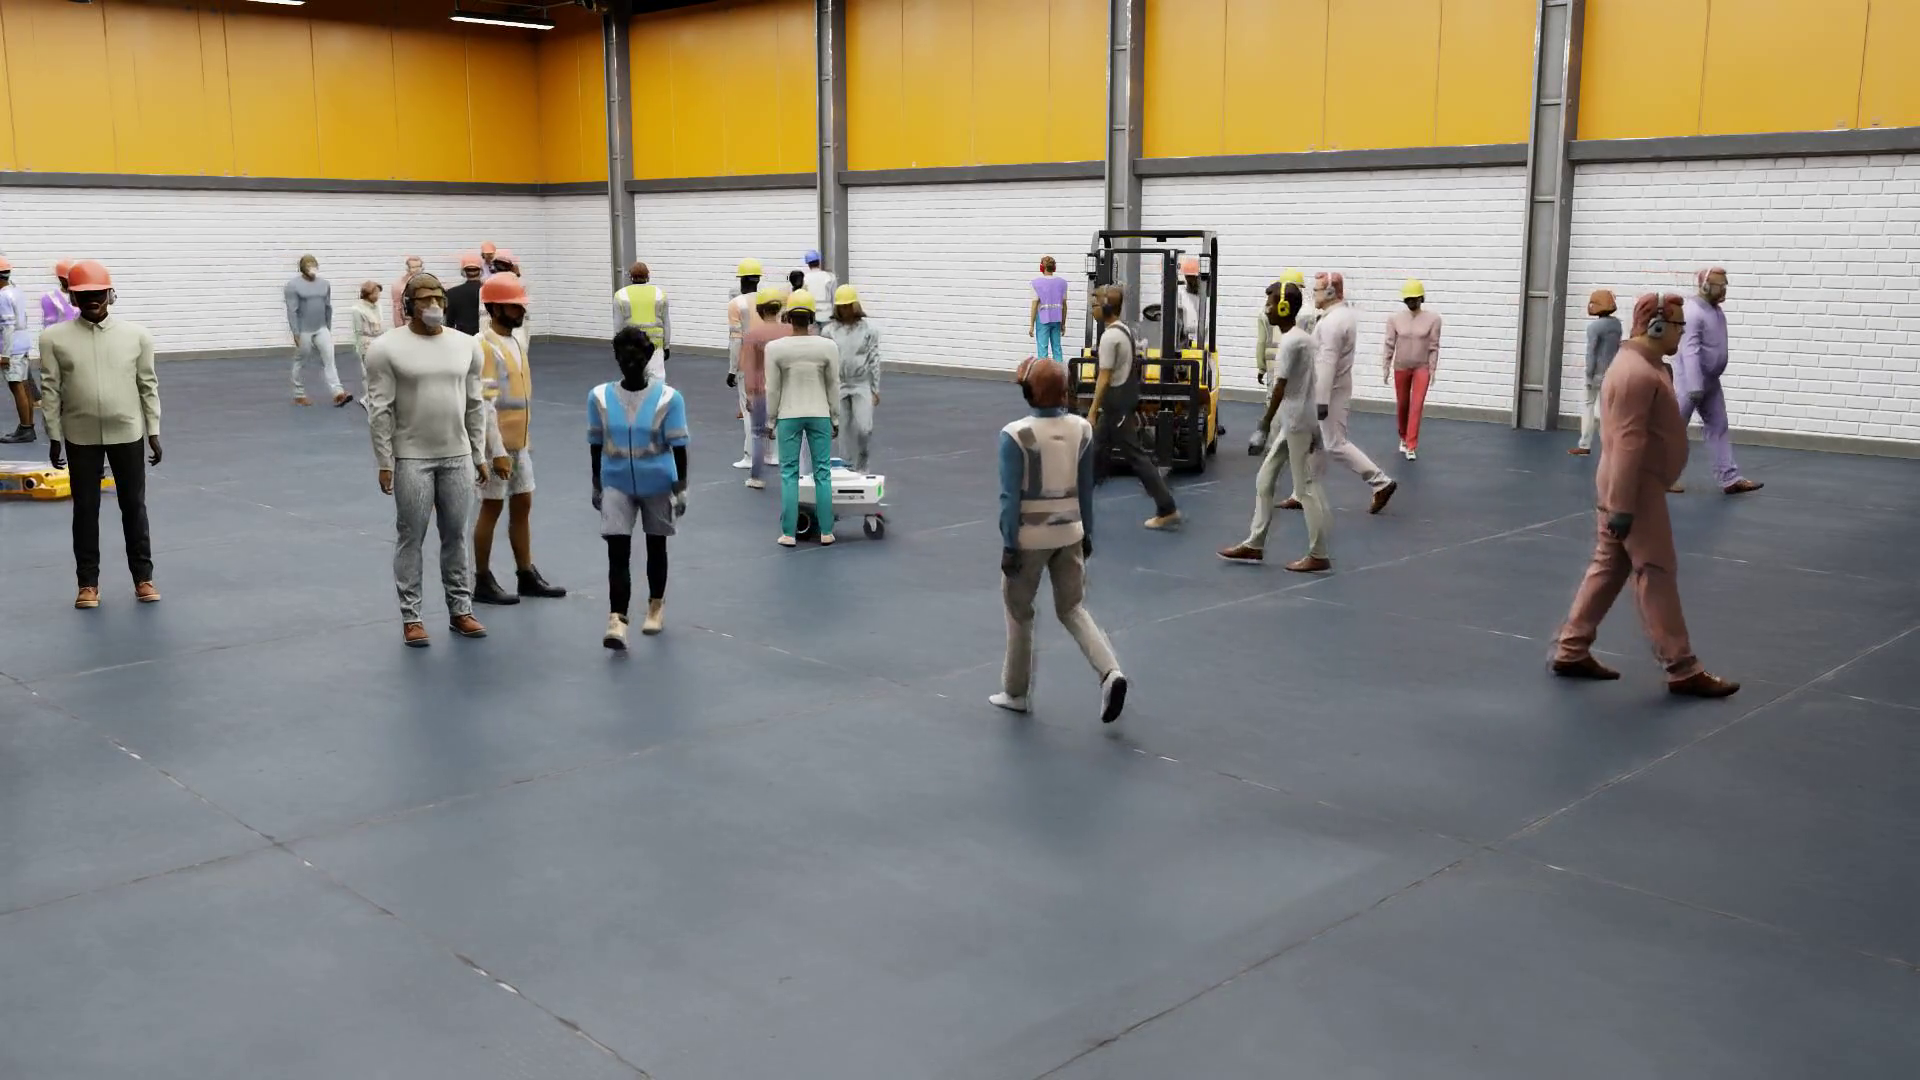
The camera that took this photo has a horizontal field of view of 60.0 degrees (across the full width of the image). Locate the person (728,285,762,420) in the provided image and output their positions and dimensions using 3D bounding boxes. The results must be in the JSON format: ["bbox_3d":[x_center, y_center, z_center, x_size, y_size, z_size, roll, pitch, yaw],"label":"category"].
[{"bbox_3d":[-2.433,-2.328,19.305,0.533,1.869,0.311,-3,11,-17],"label":"person"}]

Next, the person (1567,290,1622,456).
[{"bbox_3d":[6.200,-1.592,15.970,0.508,1.615,0.625,-6,12,-30],"label":"person"}]

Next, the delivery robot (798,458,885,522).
[{"bbox_3d":[-0.887,-0.340,11.795,0.707,0.478,0.477,0,10,-1],"label":"delivery robot"}]

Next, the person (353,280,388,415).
[{"bbox_3d":[-6.682,-2.125,18.851,0.445,1.622,0.542,3,11,18],"label":"person"}]

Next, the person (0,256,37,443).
[{"bbox_3d":[-9.790,-1.959,17.118,0.376,1.934,0.546,-3,11,-16],"label":"person"}]

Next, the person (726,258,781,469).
[{"bbox_3d":[-1.901,-1.611,15.242,0.383,1.924,0.594,10,14,42],"label":"person"}]

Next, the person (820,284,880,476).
[{"bbox_3d":[-0.919,-1.251,13.799,0.507,1.723,0.456,1,10,3],"label":"person"}]

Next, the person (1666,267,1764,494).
[{"bbox_3d":[6.150,-1.285,13.631,0.670,1.862,0.937,-9,14,-42],"label":"person"}]

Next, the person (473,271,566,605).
[{"bbox_3d":[-2.617,-0.585,9.653,0.384,1.939,0.547,2,11,13],"label":"person"}]

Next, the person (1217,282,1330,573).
[{"bbox_3d":[1.993,-0.700,10.529,0.843,1.833,0.519,2,11,12],"label":"person"}]

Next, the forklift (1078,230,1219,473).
[{"bbox_3d":[1.804,-1.825,15.677,1.214,2.155,2.313,2,11,13],"label":"forklift"}]

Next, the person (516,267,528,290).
[{"bbox_3d":[-8.247,-4.291,30.773,0.525,1.588,0.851,-6,12,-30],"label":"person"}]

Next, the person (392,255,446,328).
[{"bbox_3d":[-7.099,-2.792,21.830,0.650,1.879,0.847,-8,13,-37],"label":"person"}]

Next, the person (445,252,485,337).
[{"bbox_3d":[-5.174,-2.089,17.755,0.628,1.974,0.819,-1,10,-3],"label":"person"}]

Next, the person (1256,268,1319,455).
[{"bbox_3d":[3.073,-1.618,15.541,0.599,1.827,0.403,4,11,21],"label":"person"}]

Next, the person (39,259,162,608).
[{"bbox_3d":[-4.940,-0.610,9.597,0.617,1.994,0.381,-6,12,-29],"label":"person"}]

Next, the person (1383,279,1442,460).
[{"bbox_3d":[4.378,-1.665,16.110,0.529,1.718,0.874,4,11,21],"label":"person"}]

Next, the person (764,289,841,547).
[{"bbox_3d":[-1.077,-0.827,11.404,0.522,1.769,0.310,-2,11,-13],"label":"person"}]

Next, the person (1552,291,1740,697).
[{"bbox_3d":[3.241,-0.218,7.798,0.824,1.869,0.669,4,11,19],"label":"person"}]

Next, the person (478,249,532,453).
[{"bbox_3d":[-4.433,-1.848,16.368,0.532,1.991,0.661,5,11,25],"label":"person"}]

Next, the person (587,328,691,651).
[{"bbox_3d":[-1.670,-0.264,8.611,0.549,1.646,0.866,0,10,-2],"label":"person"}]

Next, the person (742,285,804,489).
[{"bbox_3d":[-1.540,-1.237,13.737,0.532,1.724,0.909,-6,12,-28],"label":"person"}]

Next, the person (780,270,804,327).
[{"bbox_3d":[-2.382,-2.962,23.314,0.746,1.660,0.529,9,14,41],"label":"person"}]

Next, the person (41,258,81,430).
[{"bbox_3d":[-9.414,-2.014,17.546,0.801,1.901,0.547,5,12,27],"label":"person"}]

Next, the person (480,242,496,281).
[{"bbox_3d":[-7.545,-3.785,26.855,0.636,2.009,0.924,-5,11,-24],"label":"person"}]

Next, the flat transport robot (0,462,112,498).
[{"bbox_3d":[-7.866,-0.509,13.750,1.431,0.197,0.652,2,11,12],"label":"flat transport robot"}]

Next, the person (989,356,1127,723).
[{"bbox_3d":[0.420,0.012,7.259,0.523,1.617,0.706,-7,13,-35],"label":"person"}]

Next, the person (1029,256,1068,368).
[{"bbox_3d":[1.213,-2.956,22.791,0.567,1.847,0.389,-5,12,-25],"label":"person"}]

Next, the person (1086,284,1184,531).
[{"bbox_3d":[1.153,-0.946,12.023,1.035,1.788,0.526,2,11,13],"label":"person"}]

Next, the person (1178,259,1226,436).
[{"bbox_3d":[2.455,-2.049,17.765,0.564,1.881,1.039,-6,12,-28],"label":"person"}]

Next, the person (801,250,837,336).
[{"bbox_3d":[-2.038,-3.207,23.942,0.637,1.923,0.432,0,10,-2],"label":"person"}]

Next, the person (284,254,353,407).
[{"bbox_3d":[-8.004,-2.581,20.637,1.013,1.884,0.655,8,13,38],"label":"person"}]

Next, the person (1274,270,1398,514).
[{"bbox_3d":[2.908,-1.124,12.752,0.868,1.876,0.642,3,11,14],"label":"person"}]

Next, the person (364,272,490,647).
[{"bbox_3d":[-2.769,-0.424,8.731,0.632,1.940,0.368,-9,13,-39],"label":"person"}]

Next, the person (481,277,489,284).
[{"bbox_3d":[-5.788,-2.445,20.627,0.548,1.603,0.773,0,10,0],"label":"person"}]

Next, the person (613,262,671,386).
[{"bbox_3d":[-3.476,-2.109,18.204,0.621,1.839,0.429,-3,11,-17],"label":"person"}]

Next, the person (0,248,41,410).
[{"bbox_3d":[-11.682,-2.576,20.193,1.023,2.000,0.687,2,11,9],"label":"person"}]
